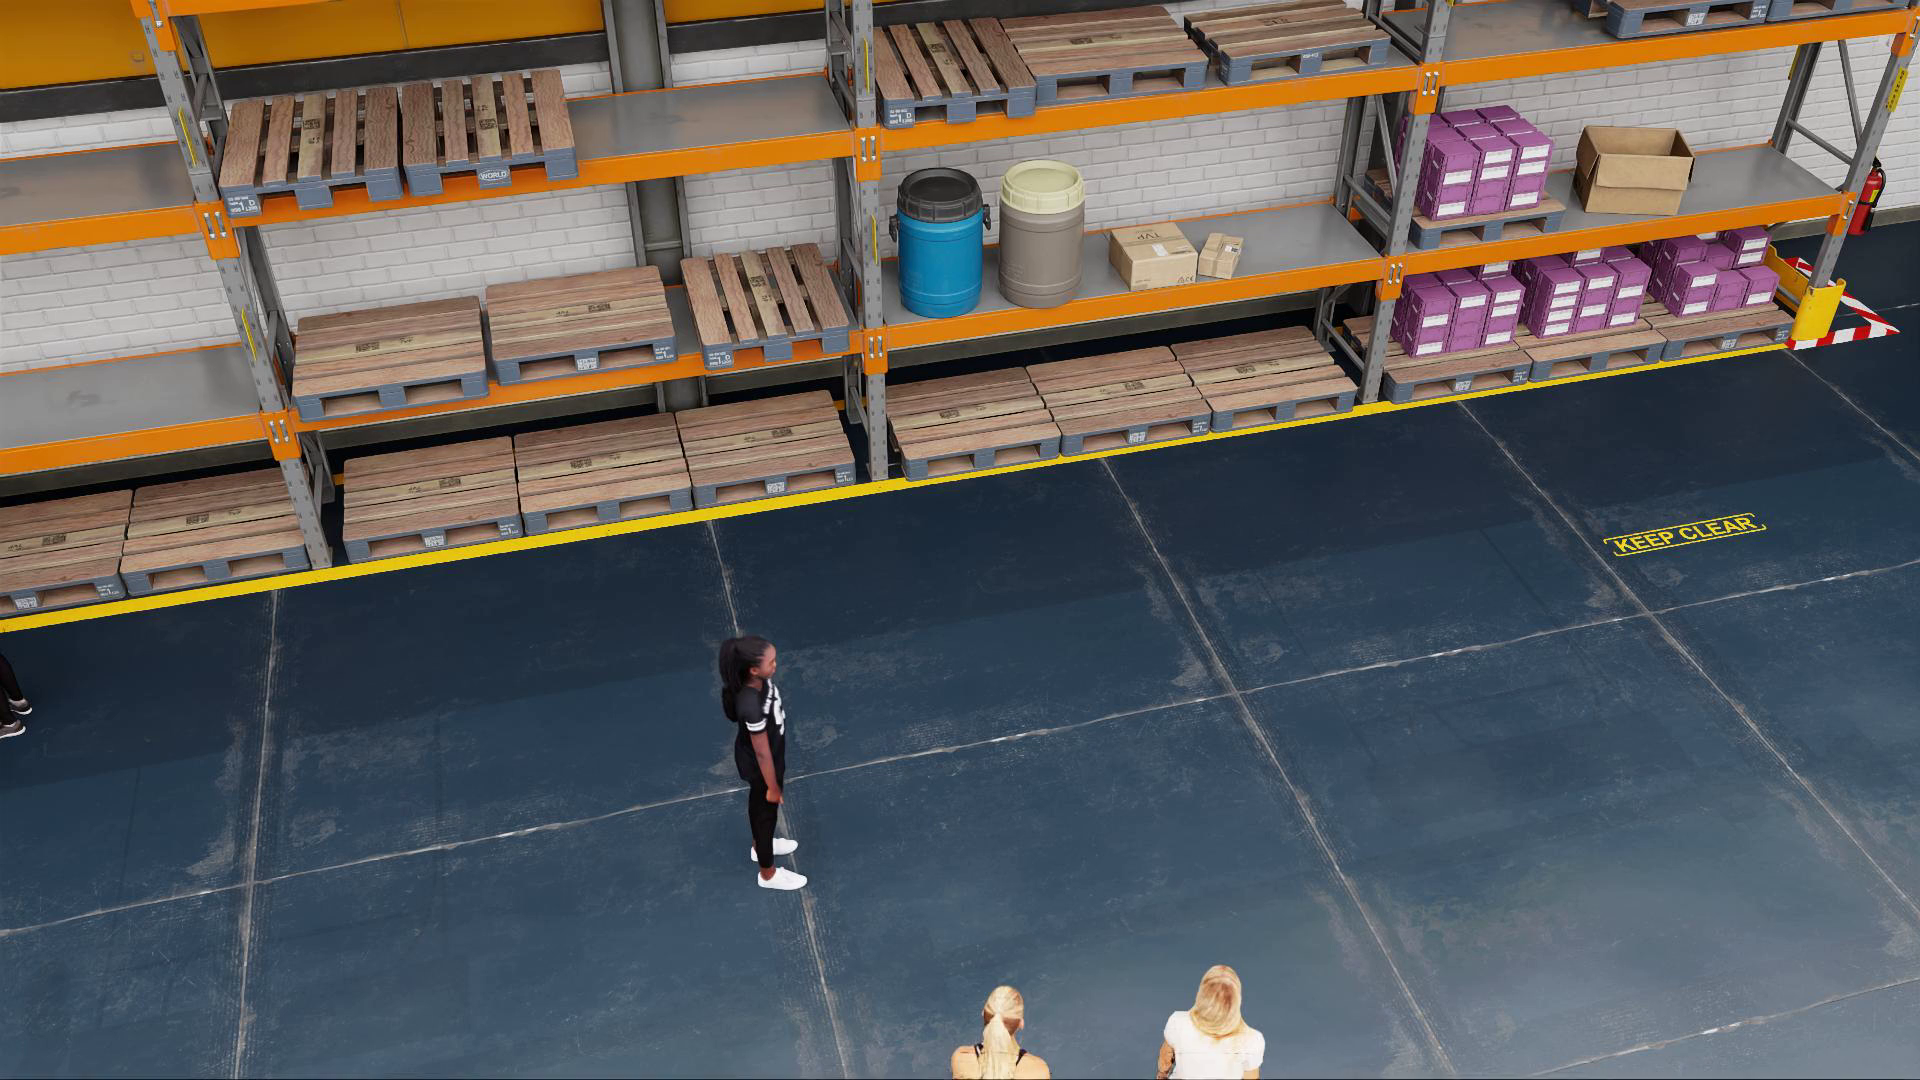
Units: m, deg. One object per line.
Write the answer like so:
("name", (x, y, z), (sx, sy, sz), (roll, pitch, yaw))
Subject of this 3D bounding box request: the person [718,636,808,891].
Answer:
("person", (-1.071, 1.188, 8.992), (0.566, 1.743, 0.609), (-8, 39, -10))

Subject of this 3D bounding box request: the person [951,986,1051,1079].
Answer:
("person", (0.161, 2.618, 7.134), (1.007, 1.828, 0.910), (7, 39, 8))

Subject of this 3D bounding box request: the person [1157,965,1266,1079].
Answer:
("person", (1.053, 2.570, 7.230), (0.982, 1.783, 0.951), (9, 40, 11))
